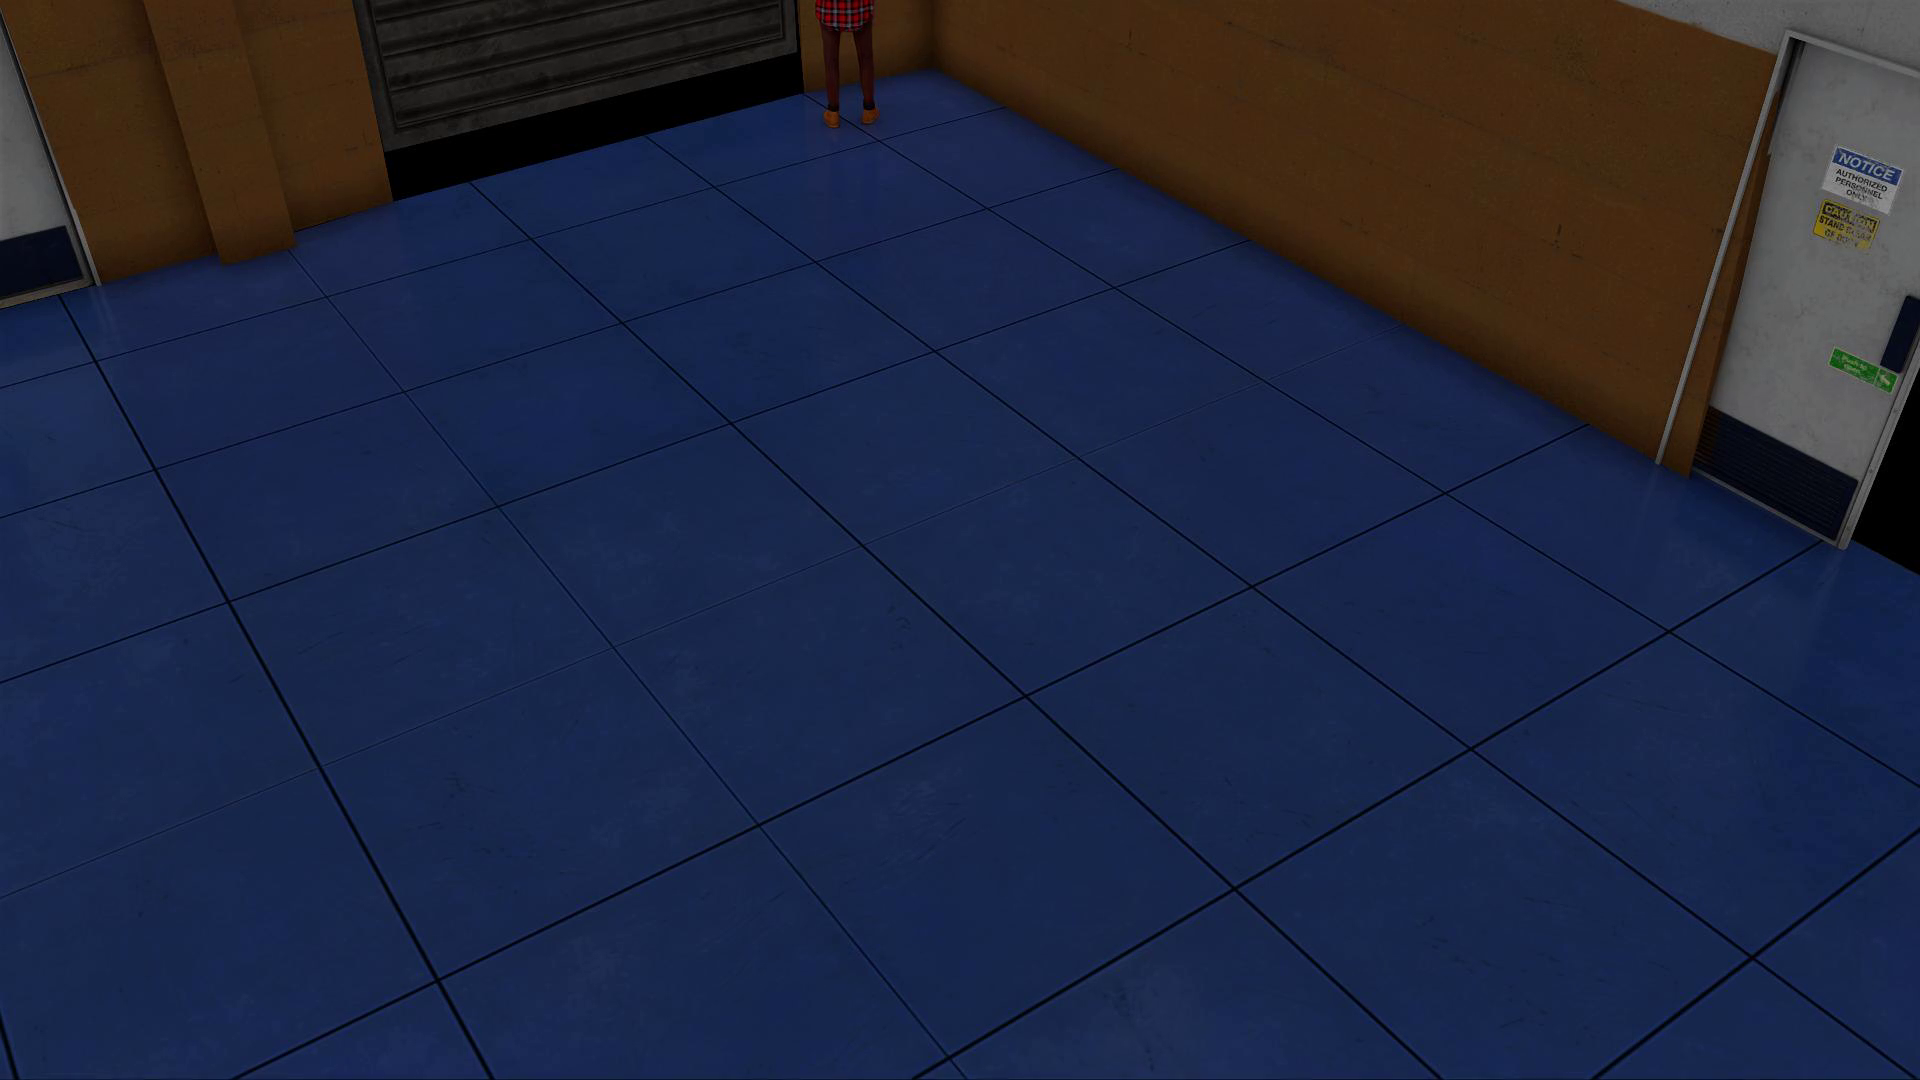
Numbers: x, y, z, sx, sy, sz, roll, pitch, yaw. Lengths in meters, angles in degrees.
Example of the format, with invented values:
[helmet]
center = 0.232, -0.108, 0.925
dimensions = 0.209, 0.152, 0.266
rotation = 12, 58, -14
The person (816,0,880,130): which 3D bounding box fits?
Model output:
[person]
center = -0.806, -3.759, 11.715
dimensions = 0.671, 1.729, 0.765
rotation = -5, 37, -7
